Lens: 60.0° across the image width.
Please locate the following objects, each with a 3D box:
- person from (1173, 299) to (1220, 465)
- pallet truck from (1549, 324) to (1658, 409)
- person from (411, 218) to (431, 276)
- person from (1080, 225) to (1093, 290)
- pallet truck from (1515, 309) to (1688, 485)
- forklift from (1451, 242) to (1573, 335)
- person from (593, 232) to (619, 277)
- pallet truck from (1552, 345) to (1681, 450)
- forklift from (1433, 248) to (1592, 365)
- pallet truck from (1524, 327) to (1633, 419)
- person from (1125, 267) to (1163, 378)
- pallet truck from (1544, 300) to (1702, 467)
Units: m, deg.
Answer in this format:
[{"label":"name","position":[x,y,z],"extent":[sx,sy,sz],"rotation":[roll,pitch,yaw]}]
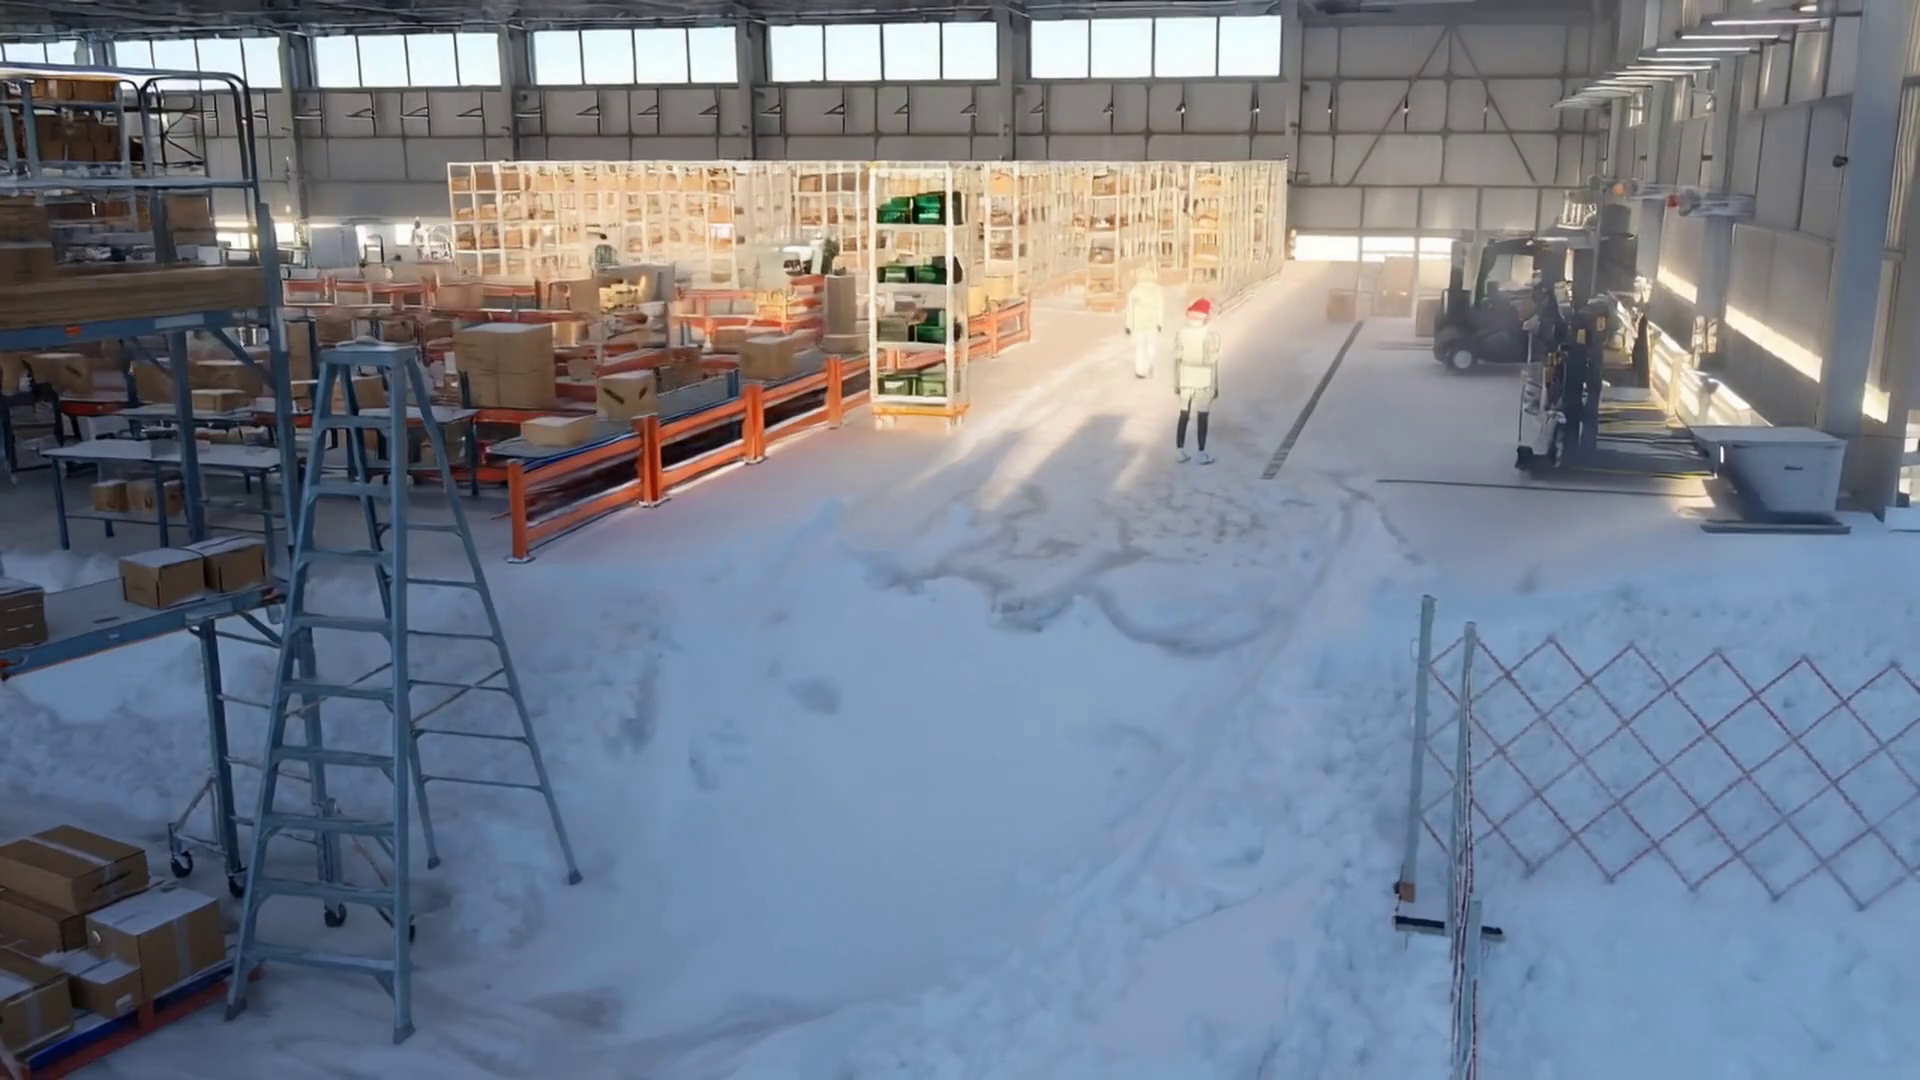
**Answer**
[{"label":"person","position":[2.924,-1.949,20.544],"extent":[0.608,2.034,0.406],"rotation":[8,15,32]},{"label":"pallet truck","position":[9.824,-2.669,25.407],"extent":[1.601,1.201,0.680],"rotation":[4,14,16]},{"label":"person","position":[-17.054,-9.264,52.616],"extent":[0.597,1.824,0.404],"rotation":[-1,13,-5]},{"label":"person","position":[3.598,-8.019,47.178],"extent":[0.395,1.841,0.564],"rotation":[-1,13,-4]},{"label":"pallet truck","position":[7.554,-1.677,19.446],"extent":[1.885,1.965,0.823],"rotation":[3,13,14]},{"label":"forklift","position":[10.464,-4.597,31.405],"extent":[2.680,1.987,1.157],"rotation":[4,14,16]},{"label":"person","position":[-8.747,-6.657,41.163],"extent":[0.620,1.891,0.993],"rotation":[-5,14,-19]},{"label":"pallet truck","position":[8.641,-1.896,21.908],"extent":[1.630,1.274,0.653],"rotation":[4,14,16]},{"label":"forklift","position":[9.780,-4.111,29.280],"extent":[2.680,1.987,1.157],"rotation":[3,13,14]},{"label":"pallet truck","position":[9.065,-2.460,24.370],"extent":[1.522,1.261,0.704],"rotation":[3,13,14]},{"label":"person","position":[3.127,-3.716,28.472],"extent":[0.682,1.891,0.430],"rotation":[-4,14,-18]},{"label":"pallet truck","position":[8.263,-1.952,20.631],"extent":[1.885,1.965,0.823],"rotation":[5,14,20]}]
